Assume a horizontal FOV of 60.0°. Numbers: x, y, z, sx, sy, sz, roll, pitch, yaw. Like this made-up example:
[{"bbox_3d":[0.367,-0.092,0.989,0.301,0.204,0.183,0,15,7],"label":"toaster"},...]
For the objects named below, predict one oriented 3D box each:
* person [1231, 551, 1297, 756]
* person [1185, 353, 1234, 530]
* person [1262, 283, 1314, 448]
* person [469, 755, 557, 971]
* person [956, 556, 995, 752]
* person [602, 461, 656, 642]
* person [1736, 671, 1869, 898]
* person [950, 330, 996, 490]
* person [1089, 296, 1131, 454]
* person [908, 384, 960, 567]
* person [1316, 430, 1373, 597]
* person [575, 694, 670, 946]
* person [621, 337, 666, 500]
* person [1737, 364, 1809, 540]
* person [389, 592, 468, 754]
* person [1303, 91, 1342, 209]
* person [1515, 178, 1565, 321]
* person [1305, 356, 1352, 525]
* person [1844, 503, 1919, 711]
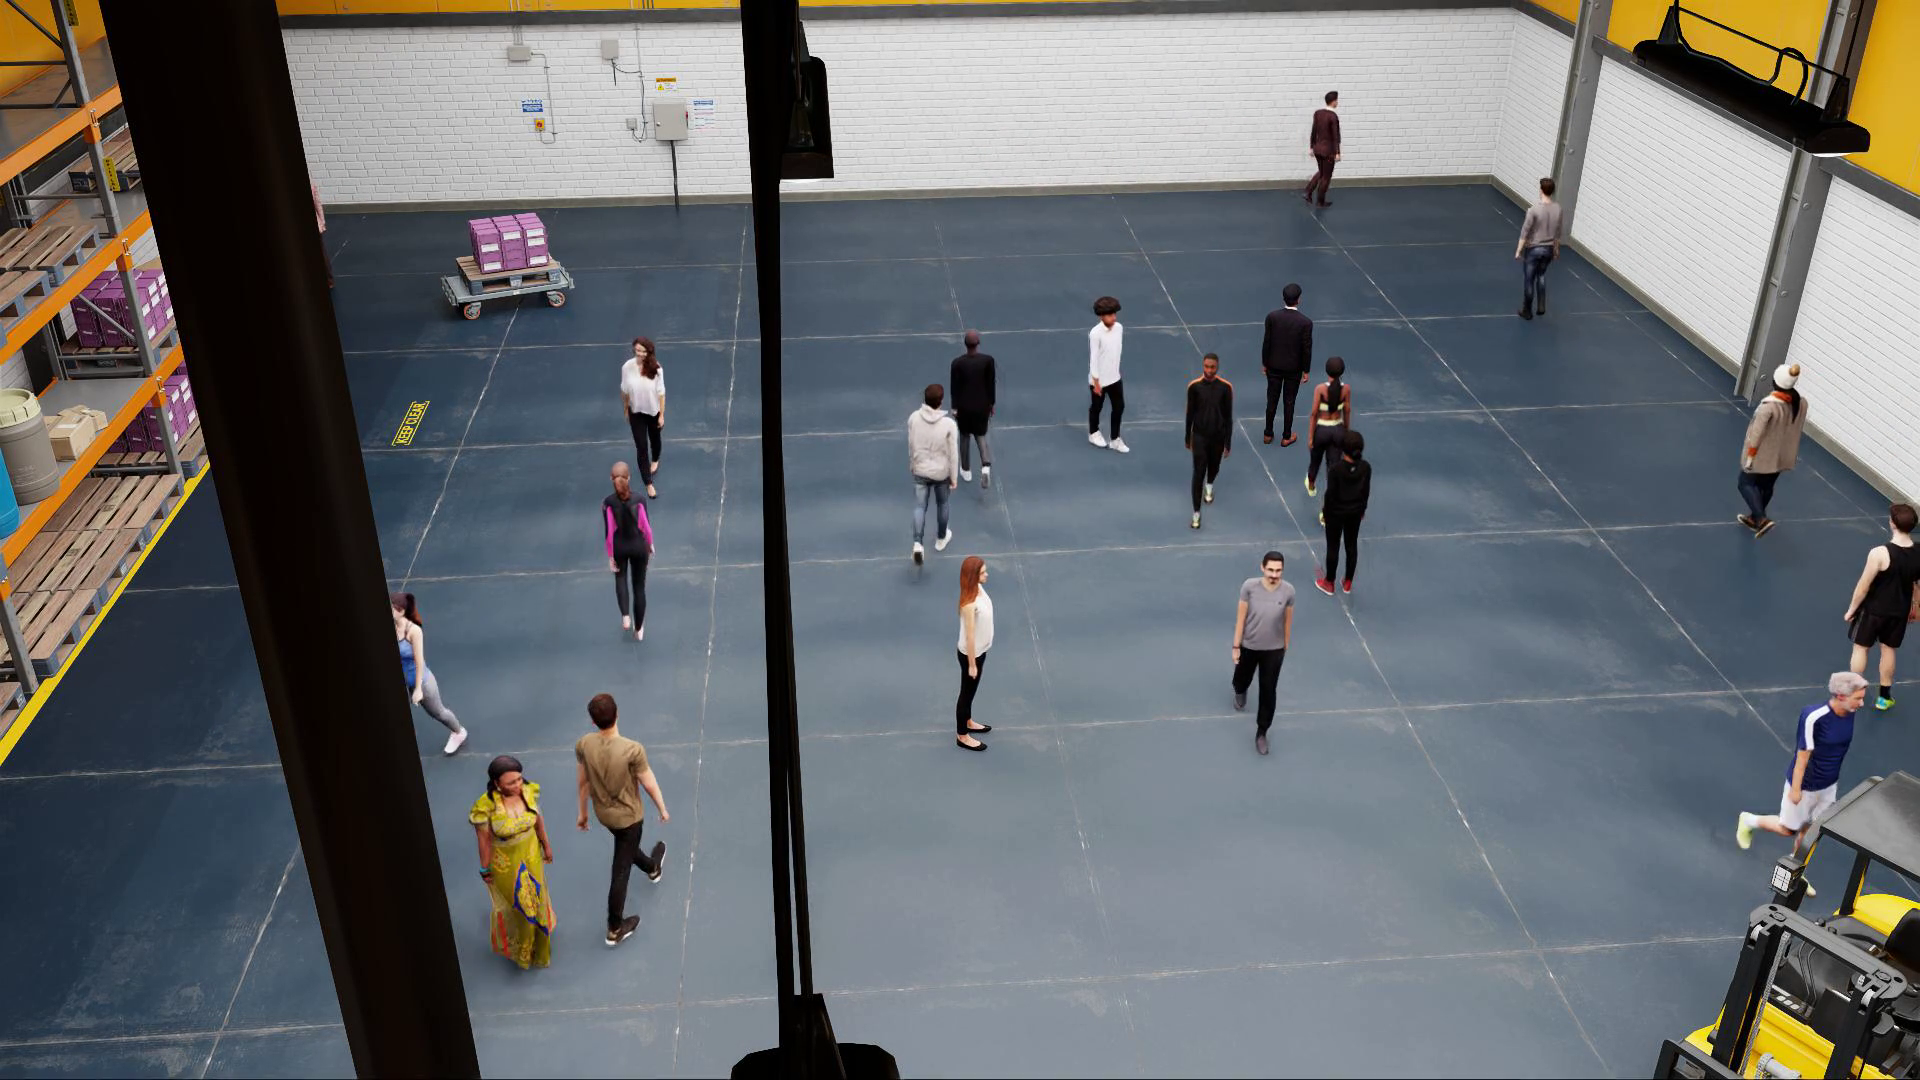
[{"bbox_3d":[2.447,0.832,13.571,0.774,1.735,1.051,4,29,6],"label":"person"},{"bbox_3d":[2.561,-1.080,17.038,0.794,1.773,1.216,3,29,5],"label":"person"},{"bbox_3d":[3.615,-1.954,18.524,0.775,1.883,0.739,12,31,20],"label":"person"},{"bbox_3d":[-3.084,2.128,11.292,1.050,1.642,0.995,20,35,32],"label":"person"},{"bbox_3d":[0.098,0.894,13.472,0.686,1.721,0.531,5,29,9],"label":"person"},{"bbox_3d":[-2.944,0.142,14.842,0.575,1.731,0.654,-4,29,-8],"label":"person"},{"bbox_3d":[6.045,1.677,11.939,0.823,1.815,1.030,-11,30,-19],"label":"person"},{"bbox_3d":[0.142,-1.346,17.556,0.736,1.742,1.027,-7,29,-12],"label":"person"},{"bbox_3d":[1.553,-1.867,18.464,0.864,1.788,0.963,-18,34,-30],"label":"person"},{"bbox_3d":[-0.310,-0.615,16.125,0.872,1.830,1.204,6,29,10],"label":"person"},{"bbox_3d":[3.616,-0.260,15.636,0.613,1.674,0.534,-5,29,-9],"label":"person"},{"bbox_3d":[-2.403,1.961,11.440,1.074,1.794,1.313,11,31,20],"label":"person"},{"bbox_3d":[-3.323,-1.349,17.561,0.639,1.743,1.063,0,29,-1],"label":"person"},{"bbox_3d":[8.112,-0.868,16.543,0.734,1.874,0.929,-5,29,-10],"label":"person"},{"bbox_3d":[-4.278,1.110,13.227,0.940,1.576,1.112,15,32,26],"label":"person"},{"bbox_3d":[5.707,-6.127,26.208,0.885,1.852,0.821,-14,32,-24],"label":"person"},{"bbox_3d":[7.650,-3.773,21.844,0.724,1.897,0.688,-3,29,-6],"label":"person"},{"bbox_3d":[3.769,-0.985,16.938,0.656,1.700,1.180,0,29,1],"label":"person"},{"bbox_3d":[7.756,0.571,13.891,0.788,1.887,0.722,4,29,7],"label":"person"}]
